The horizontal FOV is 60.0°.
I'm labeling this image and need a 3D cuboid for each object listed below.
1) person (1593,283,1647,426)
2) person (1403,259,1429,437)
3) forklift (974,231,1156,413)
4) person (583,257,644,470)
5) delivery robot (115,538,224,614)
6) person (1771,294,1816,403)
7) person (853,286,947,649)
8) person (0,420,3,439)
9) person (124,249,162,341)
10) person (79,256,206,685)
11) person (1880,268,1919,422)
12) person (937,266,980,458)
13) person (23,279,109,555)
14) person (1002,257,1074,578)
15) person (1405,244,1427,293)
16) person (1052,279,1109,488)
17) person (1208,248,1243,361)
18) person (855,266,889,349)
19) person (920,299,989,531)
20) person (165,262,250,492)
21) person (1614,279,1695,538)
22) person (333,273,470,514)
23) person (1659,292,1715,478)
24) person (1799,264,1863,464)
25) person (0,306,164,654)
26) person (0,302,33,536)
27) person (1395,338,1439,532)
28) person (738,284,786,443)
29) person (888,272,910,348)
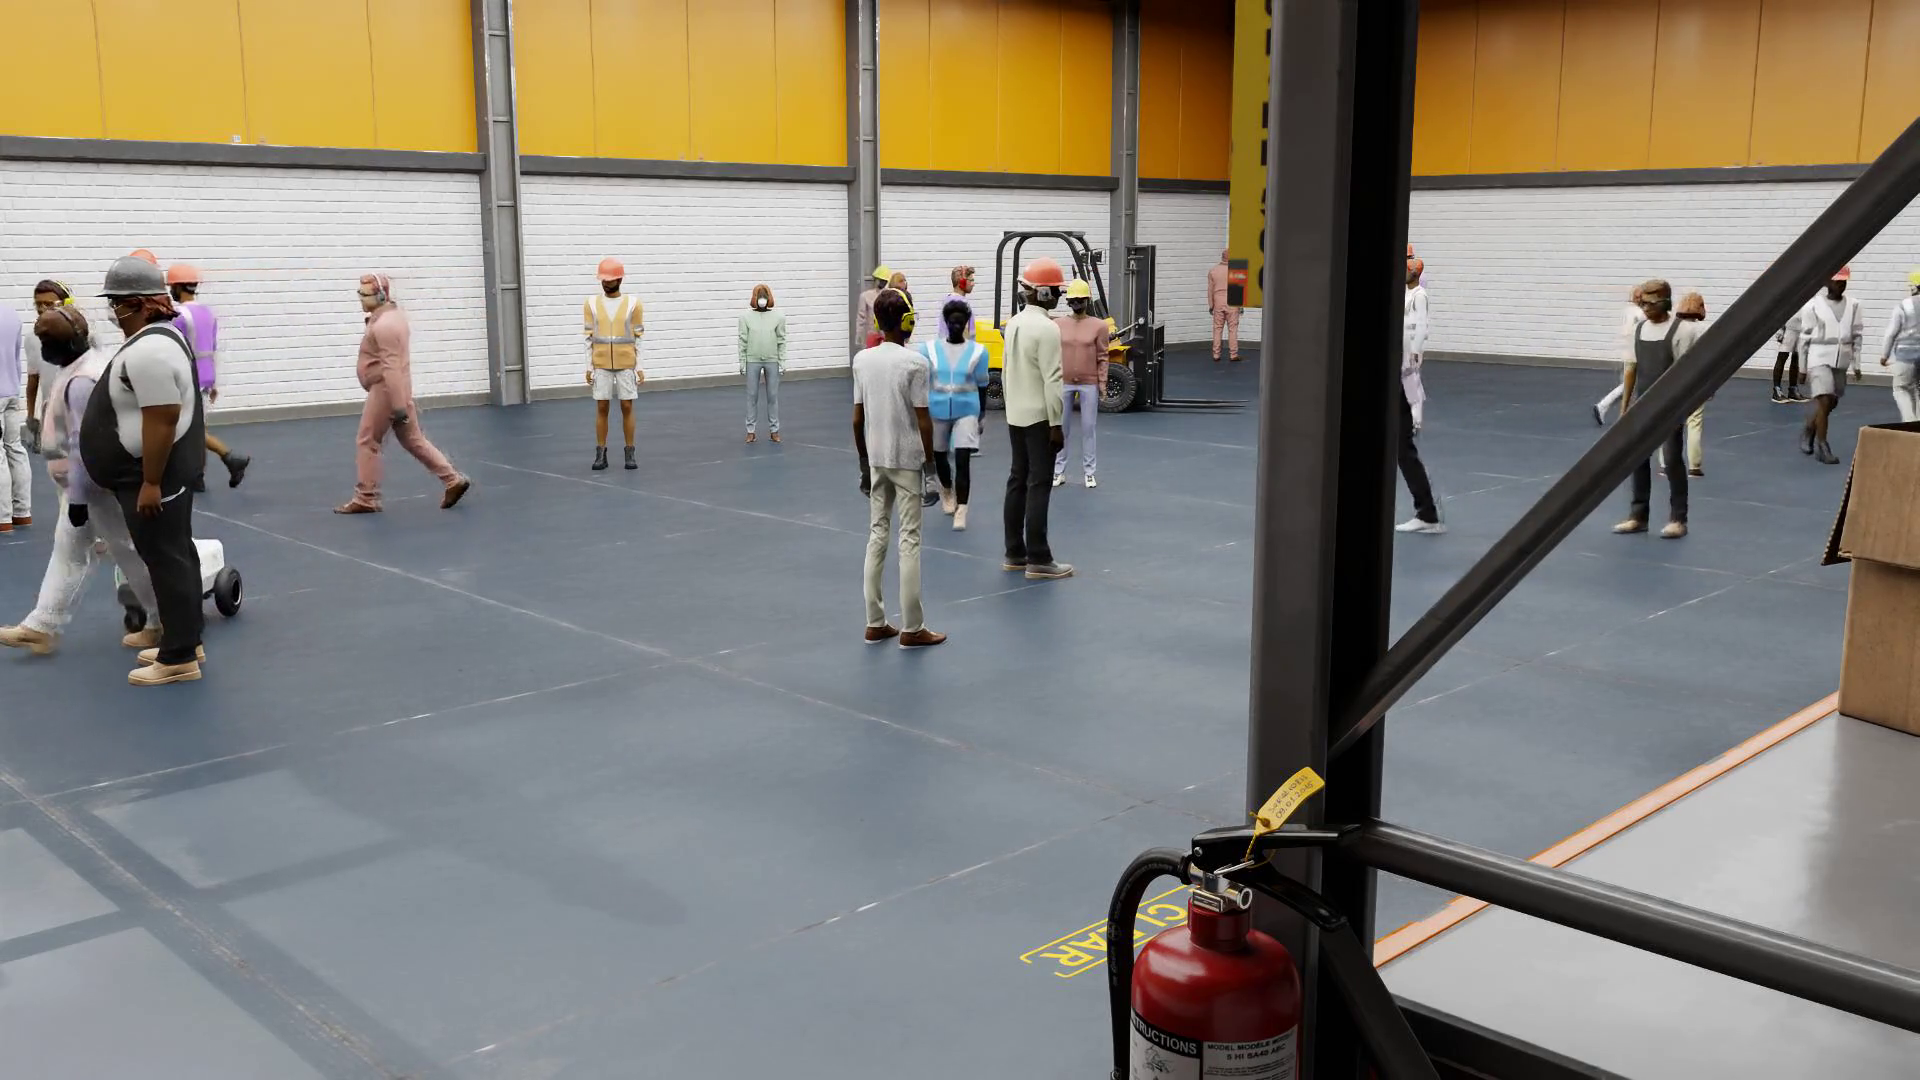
[{"bbox_3d":[7.407,-2.019,18.313,0.678,1.616,0.519,0,10,-2],"label":"person"},{"bbox_3d":[4.781,-2.036,17.679,0.349,1.881,0.584,0,10,1],"label":"person"},{"bbox_3d":[1.222,-2.721,20.561,2.313,2.155,1.214,2,11,13],"label":"forklift"},{"bbox_3d":[-3.151,-1.598,15.159,0.542,1.930,0.375,-1,10,-6],"label":"person"},{"bbox_3d":[-4.305,0.159,9.075,0.477,0.478,0.707,-1,10,-3],"label":"delivery robot"},{"bbox_3d":[10.667,-2.731,21.236,0.607,1.966,0.367,-3,11,-18],"label":"person"},{"bbox_3d":[-0.320,-0.371,8.623,0.513,1.876,0.328,7,13,34],"label":"person"},{"bbox_3d":[-6.805,-0.851,11.194,0.764,1.892,0.593,5,12,27],"label":"person"},{"bbox_3d":[-8.036,-1.868,16.456,0.392,1.992,0.623,-9,13,-39],"label":"person"},{"bbox_3d":[-3.907,-0.336,7.974,0.538,2.000,0.690,-3,11,-18],"label":"person"},{"bbox_3d":[9.864,-1.889,17.113,0.607,1.810,0.546,0,10,2],"label":"person"},{"bbox_3d":[-0.035,-1.716,16.041,0.373,1.840,0.570,-3,11,-17],"label":"person"},{"bbox_3d":[-5.780,-0.755,10.780,0.546,1.850,0.415,0,10,-2],"label":"person"},{"bbox_3d":[0.489,-0.763,10.427,0.396,1.993,0.618,-5,11,-25],"label":"person"},{"bbox_3d":[5.771,-2.866,21.769,0.611,2.043,0.375,5,12,26],"label":"person"},{"bbox_3d":[0.993,-1.320,14.092,0.522,1.769,0.318,2,11,11],"label":"person"},{"bbox_3d":[4.528,-3.984,28.237,0.642,1.909,0.399,5,12,26],"label":"person"},{"bbox_3d":[-1.034,-2.638,21.386,0.631,1.742,0.544,1,10,3],"label":"person"},{"bbox_3d":[-0.045,-0.945,12.285,0.530,1.675,0.779,1,10,7],"label":"person"},{"bbox_3d":[-6.241,-1.317,13.673,0.697,1.915,0.550,1,10,7],"label":"person"},{"bbox_3d":[4.947,-0.930,11.800,0.444,1.824,0.581,-7,12,-32],"label":"person"},{"bbox_3d":[-4.316,-1.118,12.745,0.954,1.862,0.656,-1,10,-6],"label":"person"},{"bbox_3d":[6.420,-1.369,14.722,0.507,1.630,0.268,6,12,31],"label":"person"},{"bbox_3d":[8.239,-1.709,15.843,0.537,1.911,0.920,0,10,0],"label":"person"},{"bbox_3d":[-4.431,-0.274,8.354,0.947,1.782,0.688,-6,12,-31],"label":"person"},{"bbox_3d":[-6.911,-0.996,11.856,0.367,1.939,0.634,0,10,2],"label":"person"},{"bbox_3d":[2.993,-0.951,11.870,1.011,1.840,0.601,1,10,6],"label":"person"},{"bbox_3d":[-2.041,-1.823,17.191,0.500,1.636,0.285,-2,11,-10],"label":"person"},{"bbox_3d":[-0.829,-2.796,22.493,0.280,1.636,0.500,-6,12,-32],"label":"person"}]
